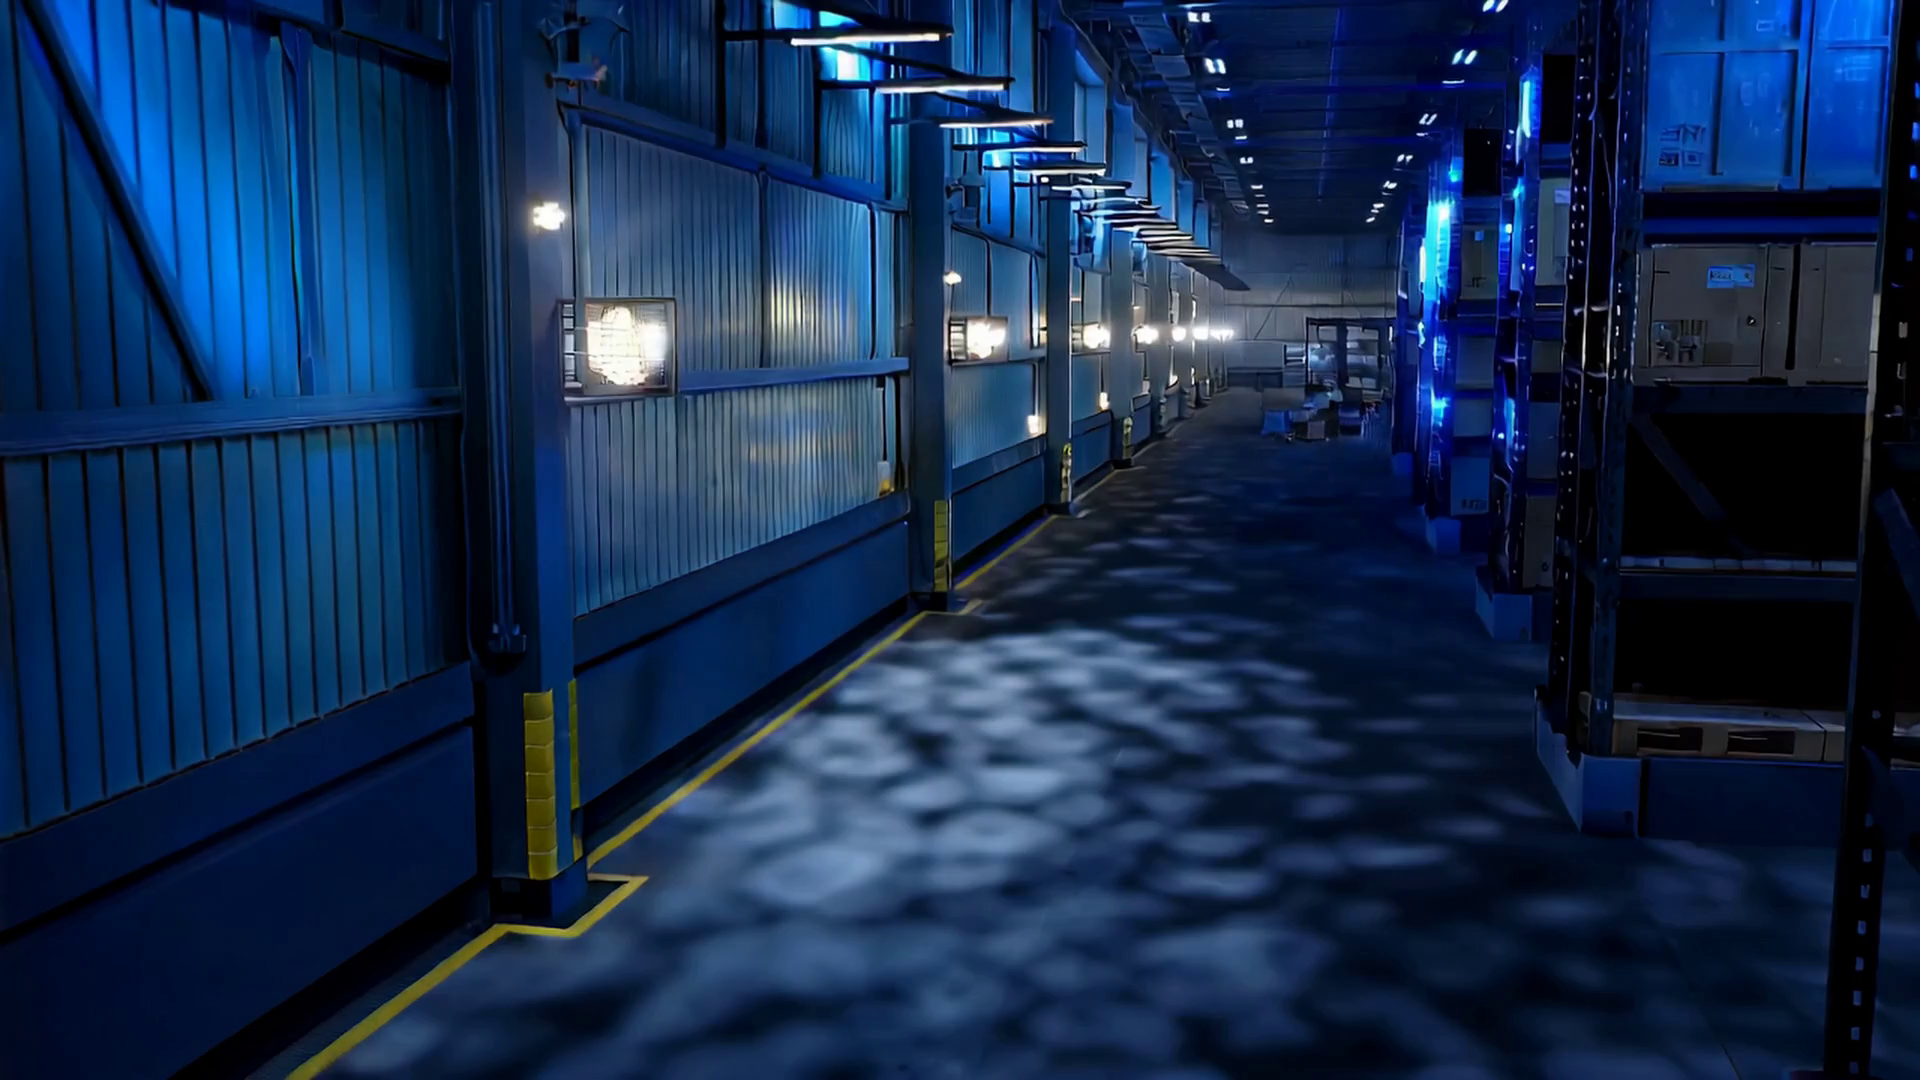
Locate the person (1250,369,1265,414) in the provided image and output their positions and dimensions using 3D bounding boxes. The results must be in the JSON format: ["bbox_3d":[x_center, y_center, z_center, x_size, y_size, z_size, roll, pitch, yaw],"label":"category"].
[{"bbox_3d":[11.286,-5.638,63.092,0.568,1.730,0.676,2,7,14],"label":"person"}]
